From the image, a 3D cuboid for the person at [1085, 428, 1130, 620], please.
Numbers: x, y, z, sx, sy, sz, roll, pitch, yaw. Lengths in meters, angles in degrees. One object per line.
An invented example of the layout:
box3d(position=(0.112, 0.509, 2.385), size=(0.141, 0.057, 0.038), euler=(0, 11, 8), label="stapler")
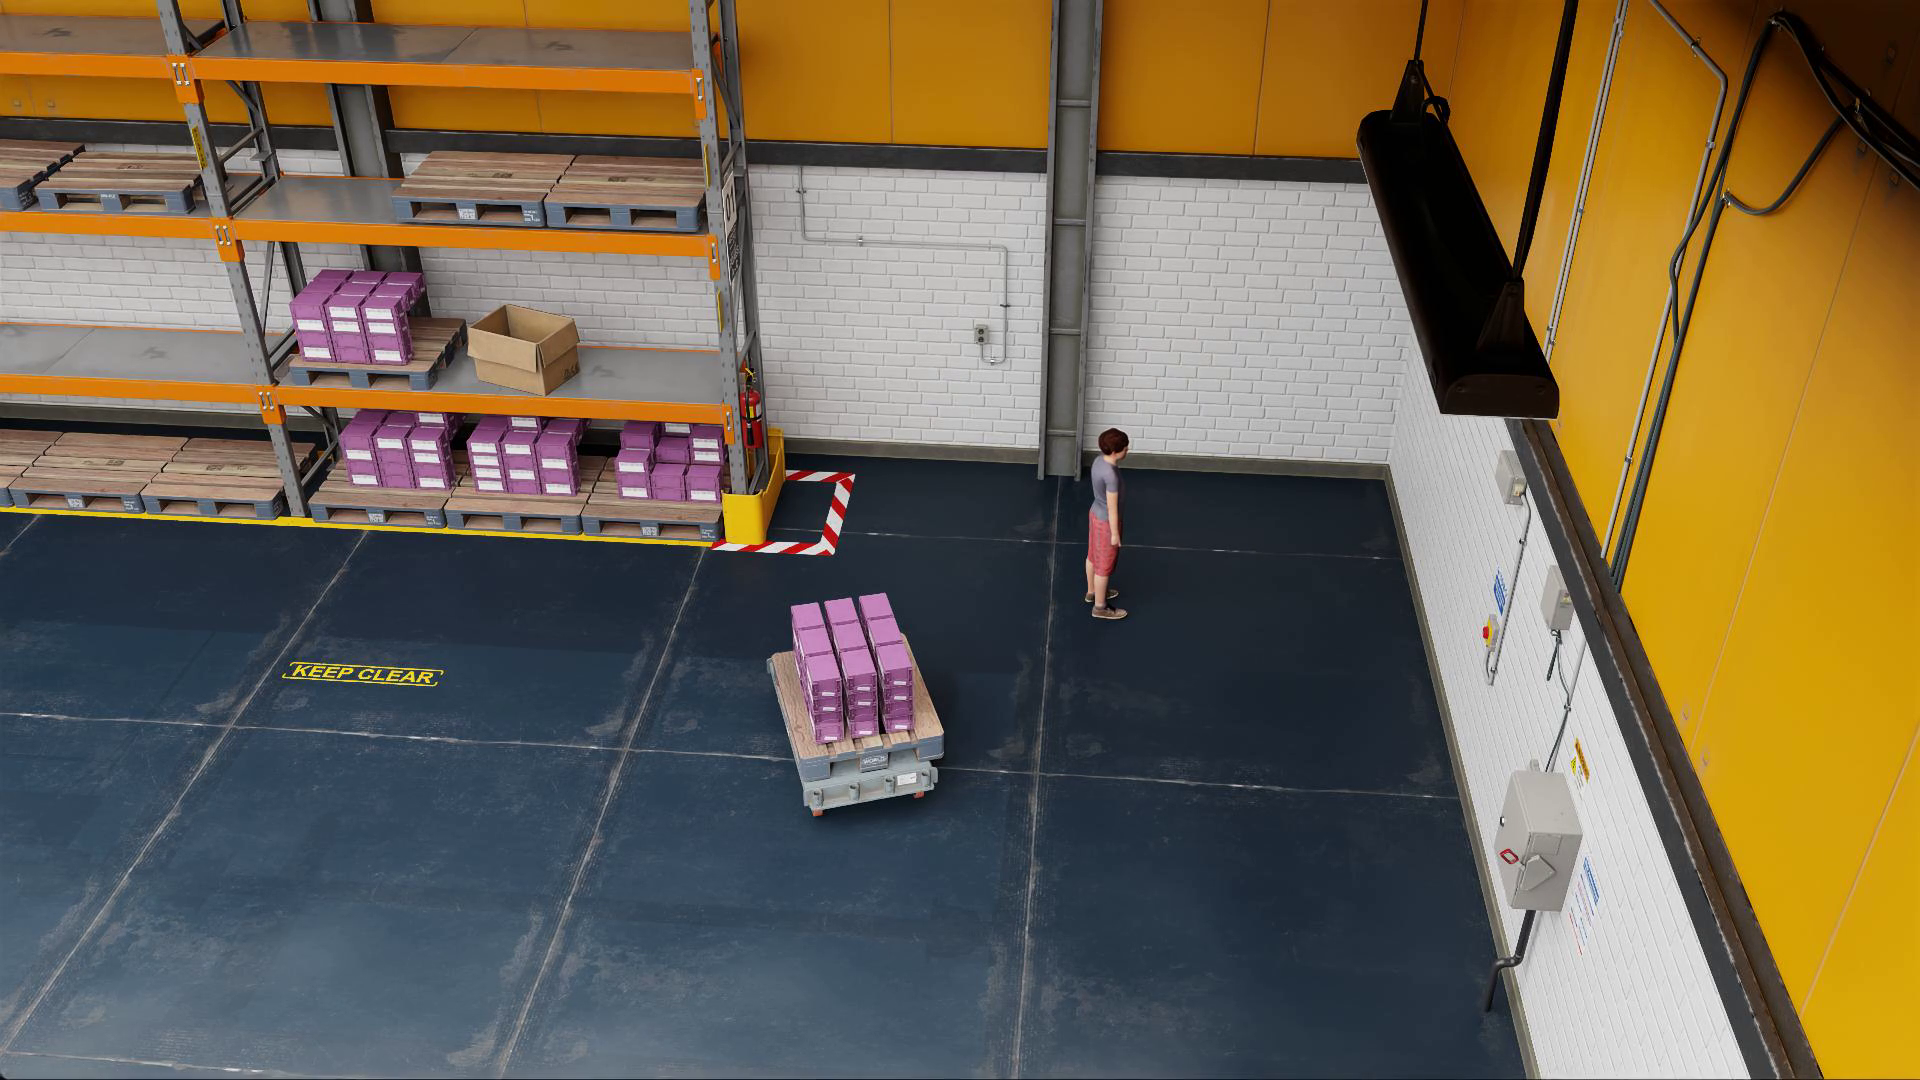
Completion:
box3d(position=(1.150, -0.146, 13.156), size=(0.602, 1.651, 0.629), euler=(-5, 34, -8), label="person")
